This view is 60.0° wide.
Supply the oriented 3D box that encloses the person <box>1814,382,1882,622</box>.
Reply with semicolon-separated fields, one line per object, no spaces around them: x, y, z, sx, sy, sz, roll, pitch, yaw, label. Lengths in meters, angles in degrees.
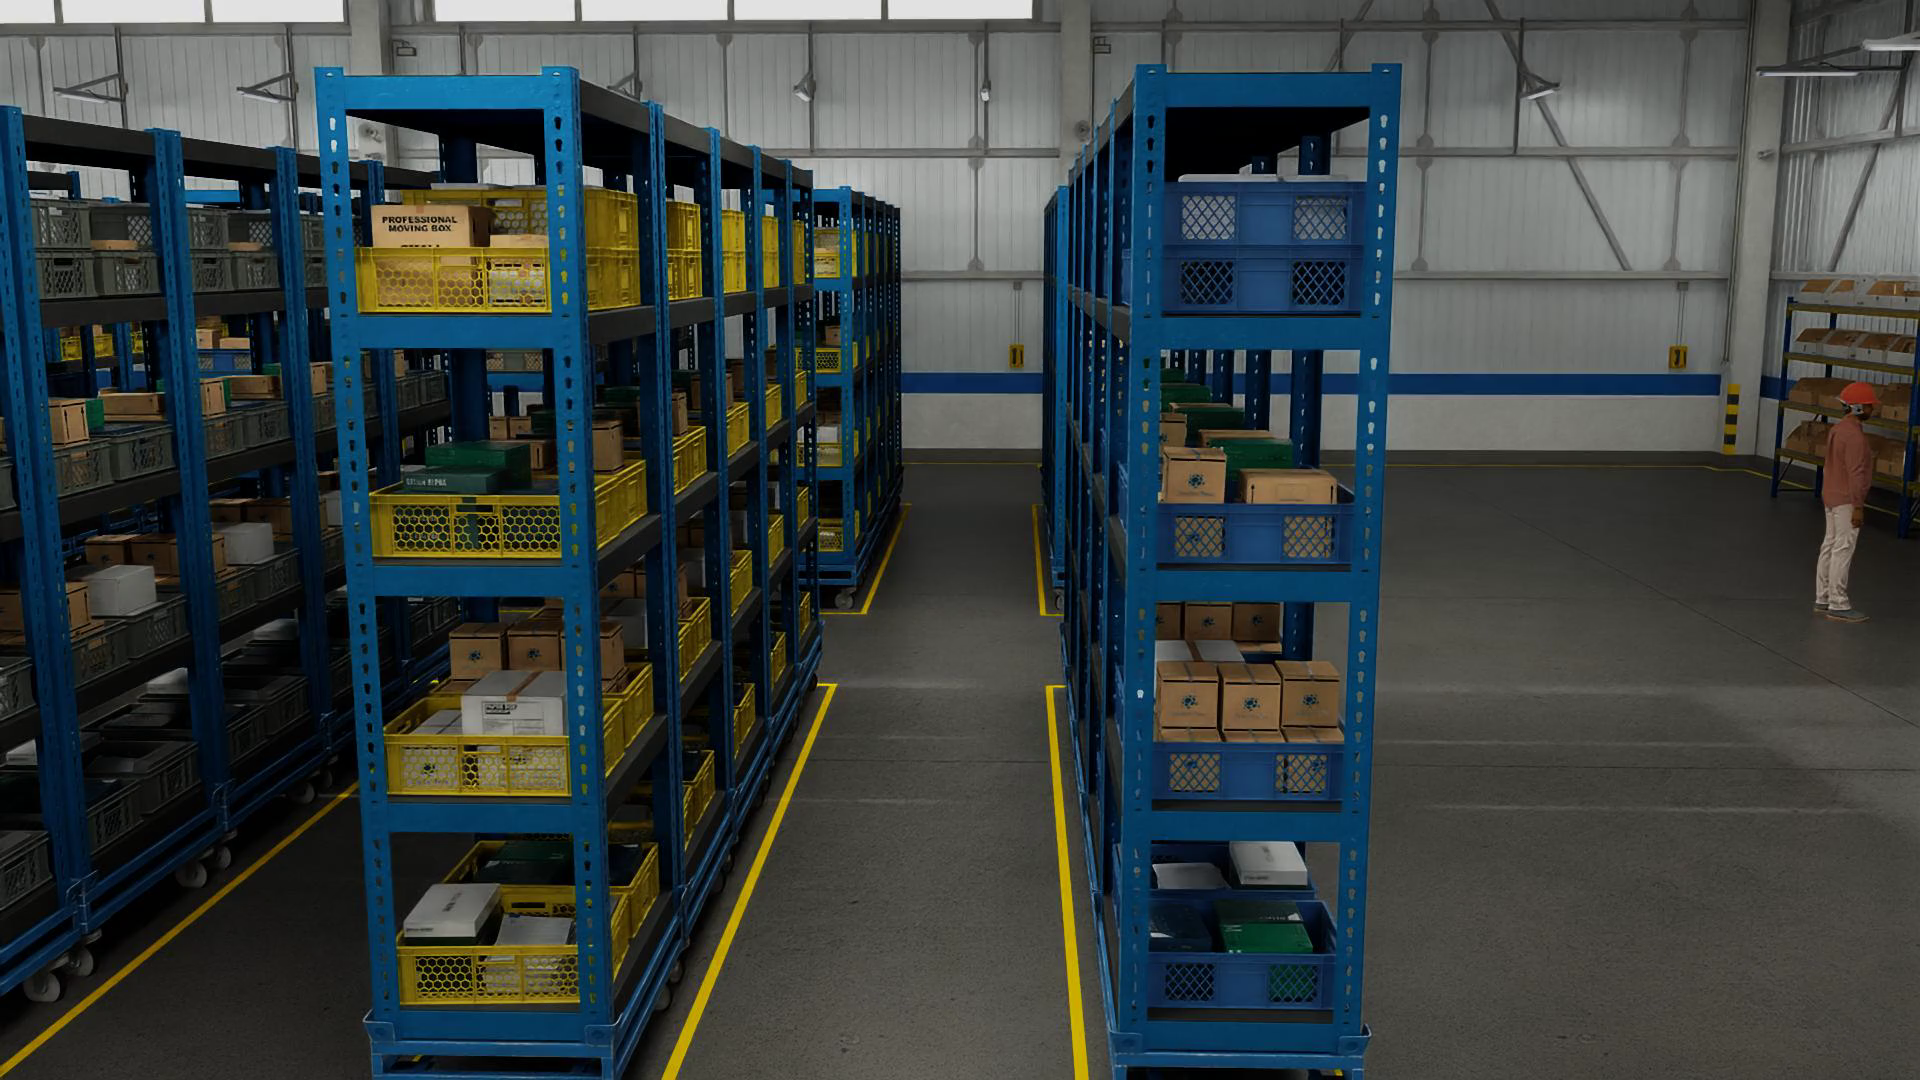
7.409;-0.321;13.892;0.378;1.995;0.612;2;10;9;person
